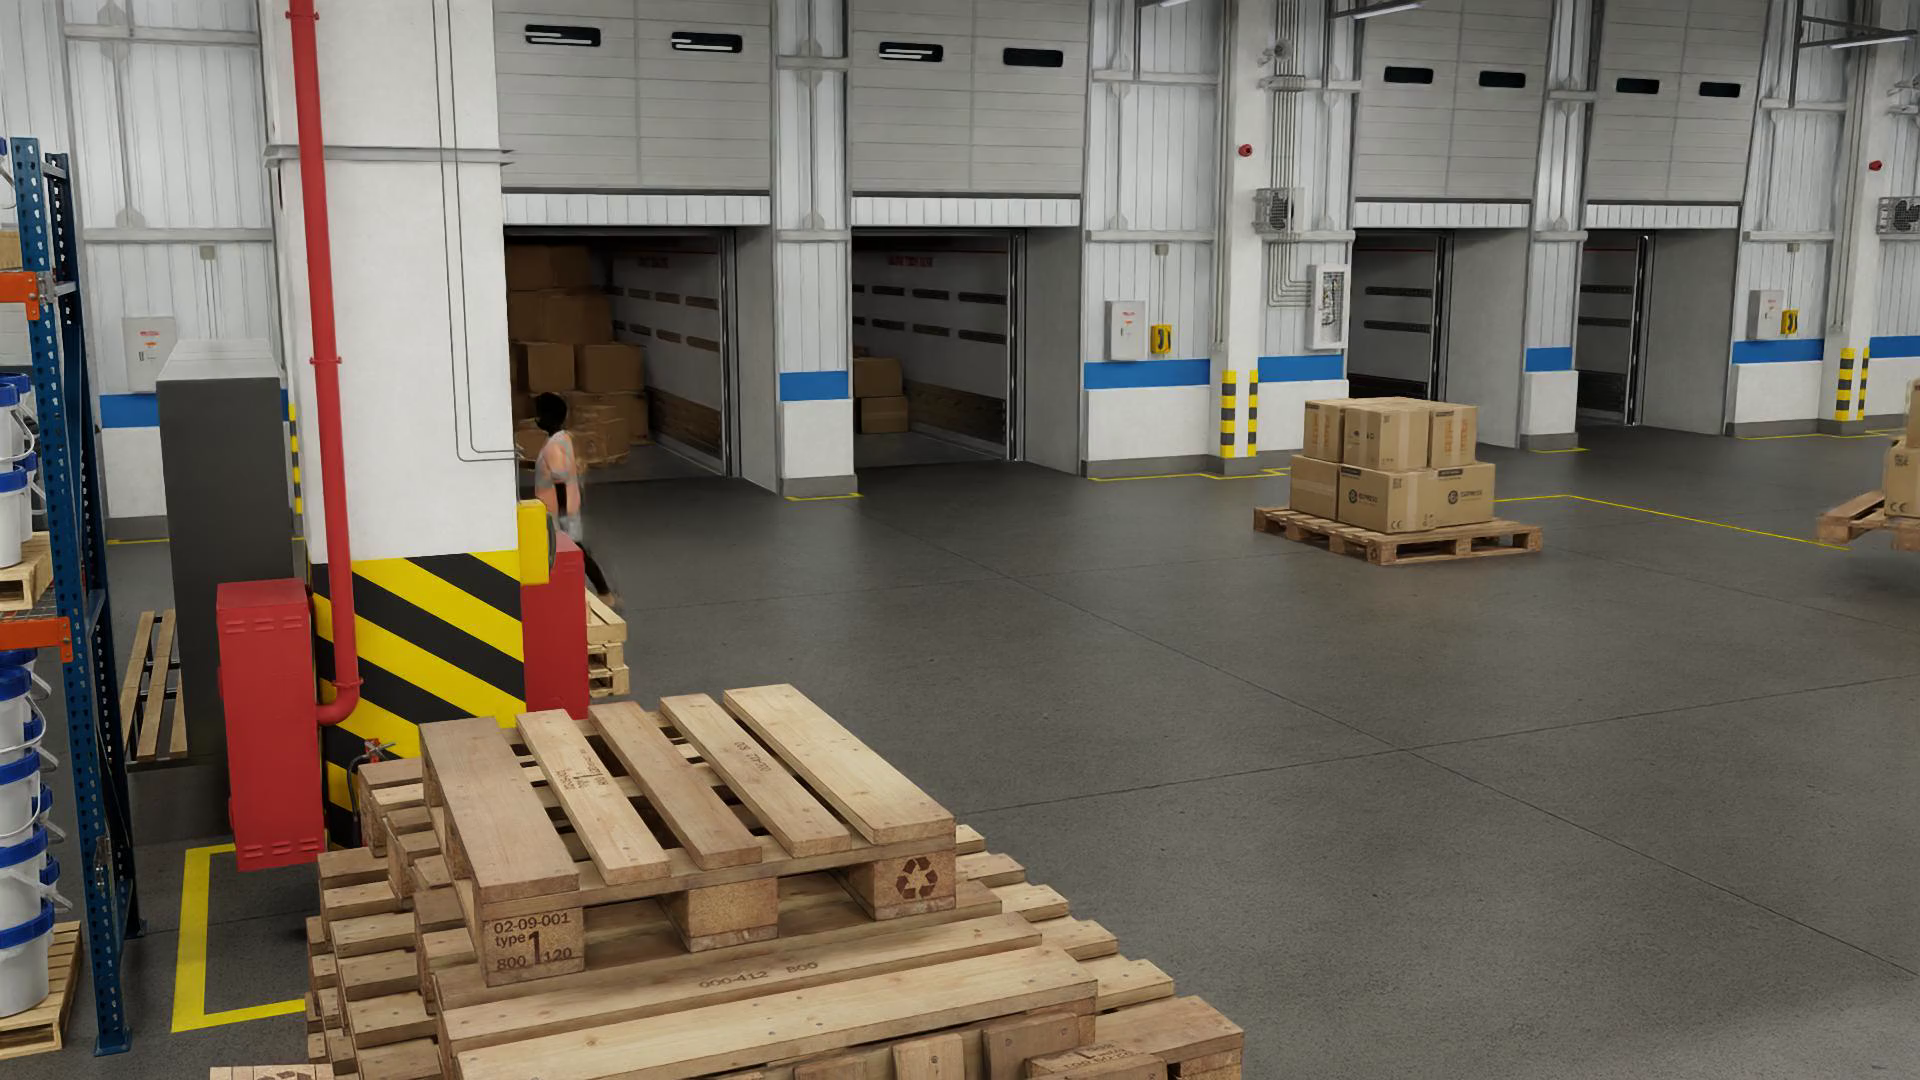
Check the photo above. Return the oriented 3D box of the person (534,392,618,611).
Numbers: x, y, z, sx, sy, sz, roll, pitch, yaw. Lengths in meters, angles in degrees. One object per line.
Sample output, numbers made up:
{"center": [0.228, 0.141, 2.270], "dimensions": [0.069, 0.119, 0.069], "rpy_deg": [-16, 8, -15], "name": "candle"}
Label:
{"center": [-2.868, -0.233, 11.851], "dimensions": [0.840, 1.655, 0.541], "rpy_deg": [-1, 10, -7], "name": "person"}
